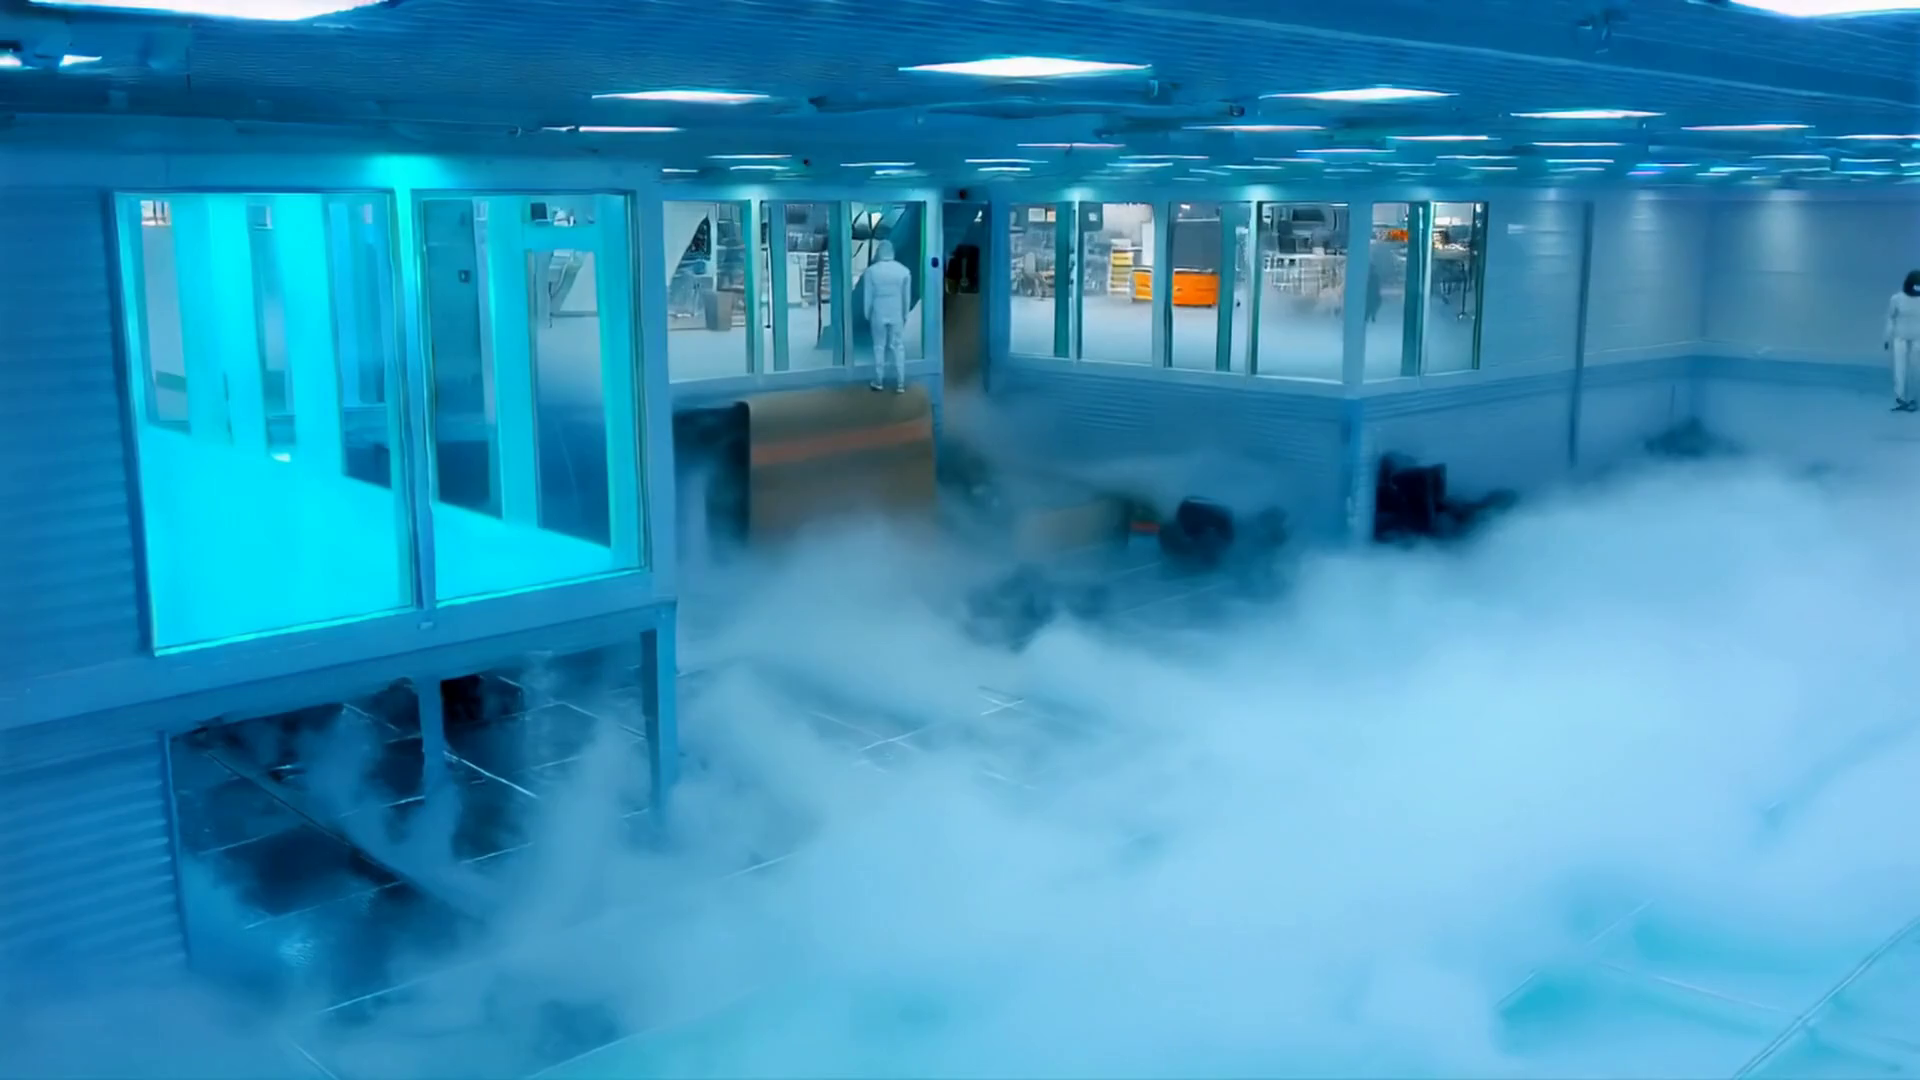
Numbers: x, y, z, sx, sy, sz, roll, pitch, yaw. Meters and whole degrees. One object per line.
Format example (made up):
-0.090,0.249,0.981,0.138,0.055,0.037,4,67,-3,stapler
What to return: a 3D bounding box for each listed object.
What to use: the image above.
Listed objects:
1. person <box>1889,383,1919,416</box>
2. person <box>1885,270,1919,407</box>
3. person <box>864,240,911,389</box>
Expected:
11.024,-2.266,18.549,0.968,1.818,0.545,1,11,4,person
11.209,-2.389,19.668,0.506,1.612,0.637,4,12,19,person
-0.957,-2.916,21.572,0.643,1.909,0.410,-5,12,-23,person
